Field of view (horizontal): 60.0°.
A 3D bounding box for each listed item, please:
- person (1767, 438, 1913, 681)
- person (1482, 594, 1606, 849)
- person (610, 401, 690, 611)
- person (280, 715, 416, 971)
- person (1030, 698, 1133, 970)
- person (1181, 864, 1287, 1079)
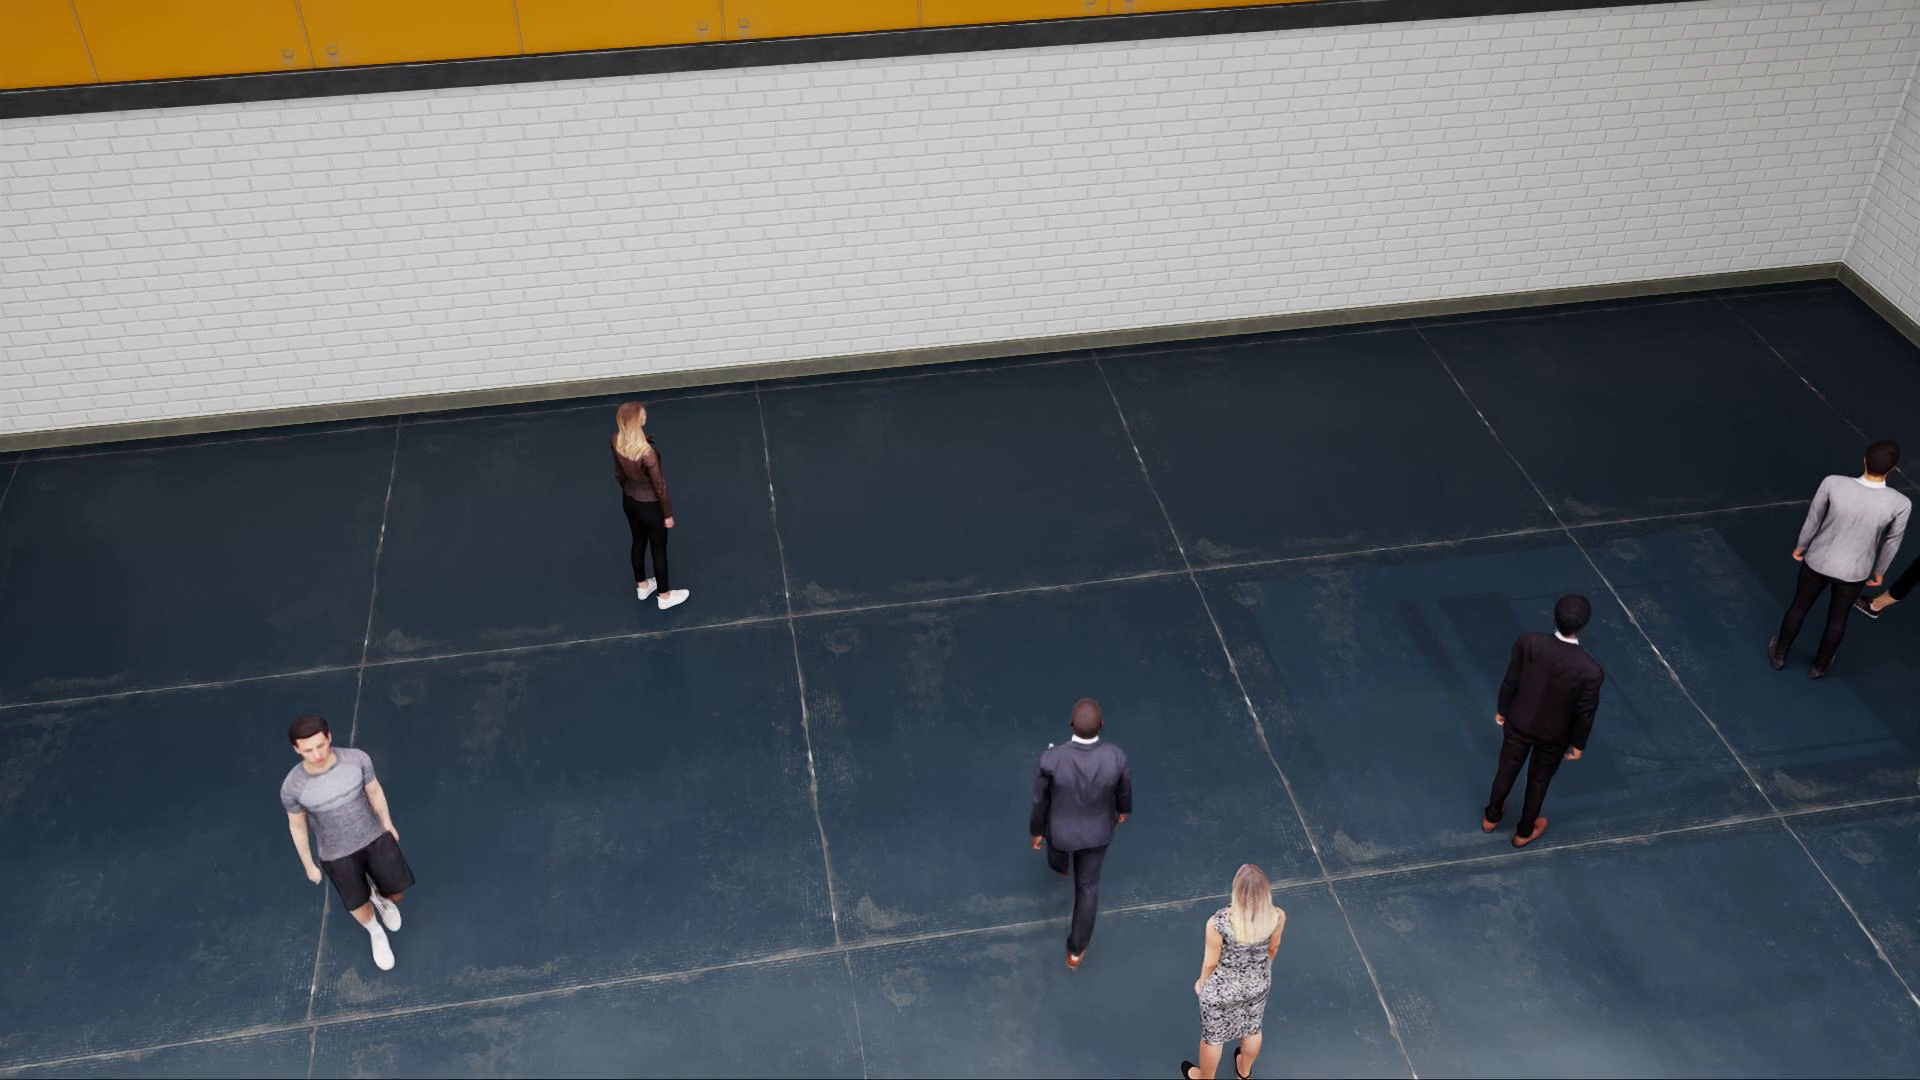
[{"bbox_3d":[5.832,0.133,11.029,0.835,1.923,0.874,20,43,23],"label":"person"},{"bbox_3d":[3.440,1.078,9.880,0.748,1.882,0.821,25,45,28],"label":"person"},{"bbox_3d":[-2.219,-0.243,11.676,0.657,1.703,0.729,26,45,29],"label":"person"},{"bbox_3d":[-3.402,1.606,9.236,0.806,1.860,0.864,-21,43,-24],"label":"person"},{"bbox_3d":[0.661,1.664,9.227,0.903,1.779,1.231,2,39,2],"label":"person"},{"bbox_3d":[1.415,2.275,8.522,0.570,1.706,0.501,-8,39,-10],"label":"person"}]
